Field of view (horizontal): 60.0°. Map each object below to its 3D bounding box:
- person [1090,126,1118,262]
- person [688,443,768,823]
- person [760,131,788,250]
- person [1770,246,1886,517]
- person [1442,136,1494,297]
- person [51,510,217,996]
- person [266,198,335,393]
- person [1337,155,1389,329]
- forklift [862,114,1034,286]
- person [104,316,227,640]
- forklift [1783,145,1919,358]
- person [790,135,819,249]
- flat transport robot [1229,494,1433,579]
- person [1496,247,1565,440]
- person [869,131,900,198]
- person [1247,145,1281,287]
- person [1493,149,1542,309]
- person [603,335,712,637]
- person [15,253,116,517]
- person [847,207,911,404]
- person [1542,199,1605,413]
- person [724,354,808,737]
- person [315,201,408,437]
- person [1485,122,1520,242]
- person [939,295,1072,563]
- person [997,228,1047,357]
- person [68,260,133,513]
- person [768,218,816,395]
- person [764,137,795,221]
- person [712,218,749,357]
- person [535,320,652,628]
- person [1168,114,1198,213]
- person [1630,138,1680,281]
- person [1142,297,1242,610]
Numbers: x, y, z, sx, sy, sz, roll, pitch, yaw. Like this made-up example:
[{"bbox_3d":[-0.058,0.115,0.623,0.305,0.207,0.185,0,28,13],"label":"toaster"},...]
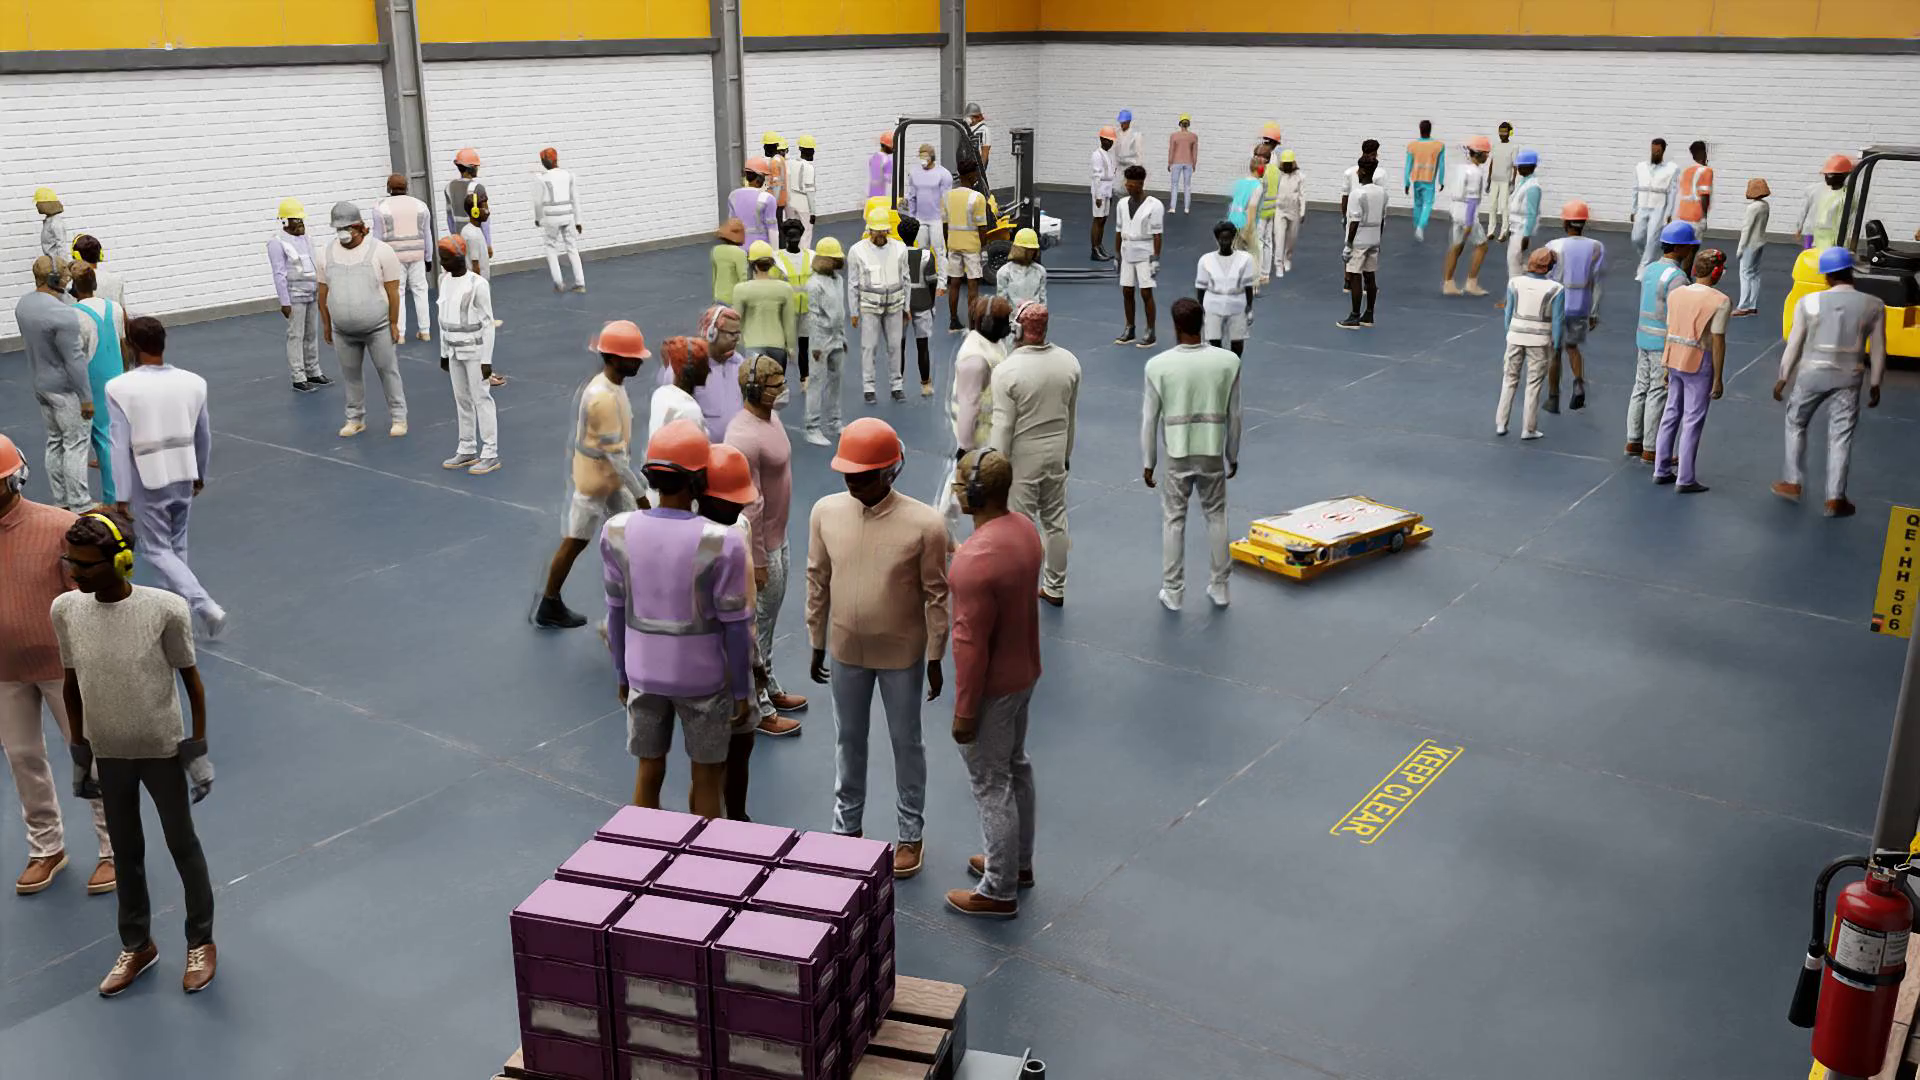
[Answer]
[{"bbox_3d":[2.100,-5.033,24.180,0.374,1.929,0.542,7,19,22],"label":"person"},{"bbox_3d":[-0.962,0.529,6.796,0.391,1.923,0.551,8,19,23],"label":"person"},{"bbox_3d":[-2.588,-4.713,23.182,0.370,1.925,0.595,0,18,-1],"label":"person"},{"bbox_3d":[6.328,-1.163,12.109,0.711,1.898,0.703,7,19,20],"label":"person"},{"bbox_3d":[6.511,-4.083,21.073,0.709,2.017,0.619,-1,18,-3],"label":"person"},{"bbox_3d":[-3.002,0.786,6.085,0.519,1.865,0.335,0,18,-1],"label":"person"},{"bbox_3d":[-6.304,-2.341,15.913,0.404,1.831,0.600,4,18,11],"label":"person"},{"bbox_3d":[4.606,-3.404,19.024,0.614,1.964,0.361,-14,22,-37],"label":"person"},{"bbox_3d":[-0.171,-4.594,22.377,2.313,2.155,1.214,1,18,3],"label":"forklift"},{"bbox_3d":[-4.570,-0.330,9.551,0.907,1.876,0.668,12,21,32],"label":"person"},{"bbox_3d":[9.803,-2.879,17.013,2.313,2.155,1.214,12,21,33],"label":"forklift"},{"bbox_3d":[-2.100,-4.537,22.657,0.396,1.919,0.582,-10,20,-28],"label":"person"},{"bbox_3d":[2.513,-0.046,11.259,1.431,0.197,0.652,-14,23,-38],"label":"flat transport robot"},{"bbox_3d":[4.842,-1.657,14.105,0.531,1.630,0.329,14,23,37],"label":"person"},{"bbox_3d":[-1.208,-4.903,23.845,0.740,1.896,0.642,-11,21,-32],"label":"person"},{"bbox_3d":[3.944,-4.276,21.953,0.429,1.845,0.621,15,23,38],"label":"person"},{"bbox_3d":[6.871,-3.785,20.268,0.497,1.941,0.618,2,18,6],"label":"person"},{"bbox_3d":[-1.632,-0.210,9.219,0.747,1.859,0.597,-8,19,-23],"label":"person"},{"bbox_3d":[-6.332,-1.054,11.744,0.641,1.927,0.384,12,21,32],"label":"person"},{"bbox_3d":[-0.738,-2.161,15.379,0.600,1.819,0.403,-6,19,-19],"label":"person"},{"bbox_3d":[5.463,-2.087,14.971,0.542,1.925,0.465,-1,18,-3],"label":"person"},{"bbox_3d":[-0.982,0.021,8.358,0.372,1.940,0.630,1,18,3],"label":"person"},{"bbox_3d":[-5.094,-1.869,14.102,0.702,2.000,0.535,0,18,-1],"label":"person"},{"bbox_3d":[8.496,-5.623,26.144,0.334,1.860,0.509,-14,23,-37],"label":"person"},{"bbox_3d":[0.251,-0.713,10.905,0.987,1.781,0.623,2,18,6],"label":"person"},{"bbox_3d":[0.552,-1.852,14.548,0.487,1.738,0.316,-8,20,-25],"label":"person"},{"bbox_3d":[-6.193,-1.094,11.994,0.328,1.844,0.511,7,19,20],"label":"person"},{"bbox_3d":[-1.547,-2.159,15.559,0.541,1.698,0.316,-9,20,-27],"label":"person"},{"bbox_3d":[-2.584,-4.964,24.229,0.522,1.769,0.311,-2,18,-6],"label":"person"},{"bbox_3d":[-2.233,-2.317,16.194,0.601,1.600,0.479,16,24,40],"label":"person"},{"bbox_3d":[-2.018,-0.348,9.624,1.070,1.863,0.545,1,18,3],"label":"person"},{"bbox_3d":[3.985,-6.736,29.796,0.532,1.756,0.339,-2,18,-7],"label":"person"},{"bbox_3d":[9.360,-4.471,22.477,0.591,1.904,0.524,16,24,41],"label":"person"},{"bbox_3d":[1.406,-0.513,10.093,0.601,1.899,0.406,-1,18,-3],"label":"person"}]
